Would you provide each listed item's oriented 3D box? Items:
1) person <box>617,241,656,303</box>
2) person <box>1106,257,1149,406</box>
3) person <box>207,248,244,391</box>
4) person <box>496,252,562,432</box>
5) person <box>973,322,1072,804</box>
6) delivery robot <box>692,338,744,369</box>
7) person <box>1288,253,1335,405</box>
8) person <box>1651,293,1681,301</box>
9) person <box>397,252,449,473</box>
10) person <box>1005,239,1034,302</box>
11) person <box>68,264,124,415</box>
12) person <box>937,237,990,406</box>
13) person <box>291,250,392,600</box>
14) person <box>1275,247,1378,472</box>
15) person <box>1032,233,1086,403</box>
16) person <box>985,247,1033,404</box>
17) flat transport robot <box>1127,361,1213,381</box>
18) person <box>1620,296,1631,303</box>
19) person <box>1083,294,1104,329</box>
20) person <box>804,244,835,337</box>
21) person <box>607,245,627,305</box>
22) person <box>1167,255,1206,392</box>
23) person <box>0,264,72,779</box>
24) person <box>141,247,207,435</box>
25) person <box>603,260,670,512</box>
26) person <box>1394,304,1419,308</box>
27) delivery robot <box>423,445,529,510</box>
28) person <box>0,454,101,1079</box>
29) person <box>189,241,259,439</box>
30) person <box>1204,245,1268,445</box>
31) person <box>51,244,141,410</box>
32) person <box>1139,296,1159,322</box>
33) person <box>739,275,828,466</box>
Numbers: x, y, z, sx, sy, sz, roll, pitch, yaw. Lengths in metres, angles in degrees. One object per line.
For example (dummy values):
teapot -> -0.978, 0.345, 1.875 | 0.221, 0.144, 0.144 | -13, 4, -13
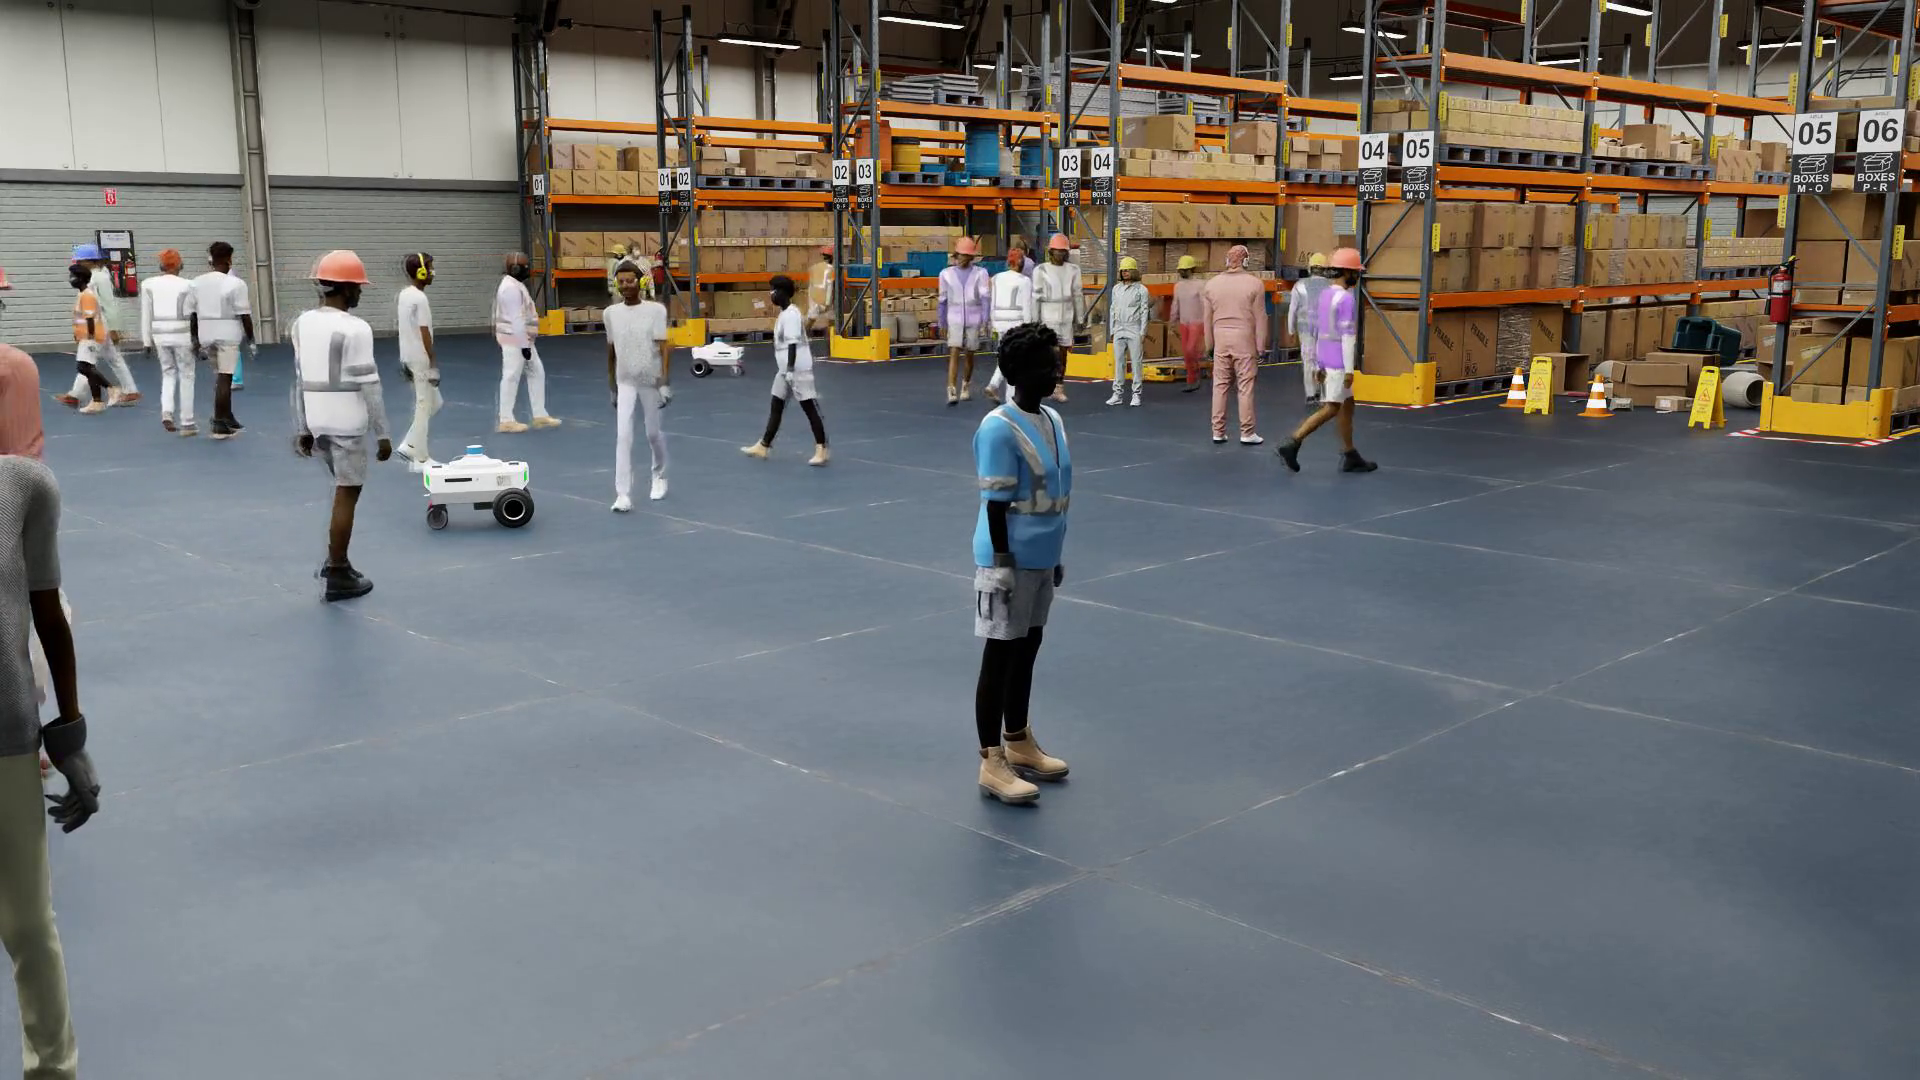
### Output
person -> -5.833, -4.450, 30.117 | 0.653, 1.882, 1.007 | -8, 13, -39
person -> 1.982, -2.464, 19.674 | 0.483, 1.745, 0.301 | 6, 12, 31
person -> -9.547, -2.872, 21.618 | 0.378, 1.844, 0.569 | -10, 14, -43
person -> -4.410, -2.019, 17.031 | 0.759, 1.815, 0.664 | -2, 11, -10
person -> 0.227, 0.069, 5.987 | 0.322, 1.697, 0.532 | 5, 12, 27
delivery robot -> -3.469, -2.660, 23.848 | 0.707, 0.478, 0.477 | 0, 10, 2
person -> 4.236, -2.527, 19.907 | 0.619, 1.780, 0.917 | 1, 10, 7
person -> 14.651, -5.270, 34.600 | 0.934, 1.901, 0.554 | -7, 13, -34
person -> -4.552, -1.505, 14.133 | 0.386, 1.856, 0.558 | -7, 12, -33
person -> 1.018, -4.042, 27.749 | 0.356, 1.938, 0.634 | -10, 14, -43
person -> -9.748, -2.248, 18.645 | 0.412, 1.681, 0.559 | -7, 13, -34
person -> 0.038, -2.626, 19.945 | 0.653, 1.985, 1.000 | 0, 10, -2
person -> -3.426, -0.642, 9.263 | 0.569, 1.914, 0.508 | 6, 12, 31
person -> 3.116, -1.508, 14.040 | 0.899, 1.910, 0.555 | -2, 11, -8
person -> 1.185, -2.656, 19.971 | 0.620, 2.026, 0.473 | -4, 11, -21
person -> 0.563, -2.446, 19.261 | 0.595, 1.861, 0.494 | 10, 14, 42
flat transport robot -> 3.050, -2.392, 23.415 | 0.652, 0.197, 1.431 | 10, 14, 43
person -> 14.268, -5.403, 35.572 | 0.945, 1.802, 0.640 | -1, 10, -5
person -> 2.882, -5.390, 35.971 | 0.505, 1.620, 0.434 | 9, 14, 40
person -> -2.410, -4.060, 28.097 | 0.574, 1.868, 1.072 | 8, 13, 35
person -> -6.802, -5.065, 33.701 | 0.822, 1.796, 0.612 | -7, 12, -33
person -> 2.952, -2.758, 21.275 | 0.480, 1.740, 0.594 | -9, 14, -41
person -> -3.504, -0.065, 5.962 | 0.622, 1.979, 0.464 | 1, 10, 8
person -> -7.859, -1.981, 16.656 | 0.593, 1.875, 0.407 | 0, 10, 0
person -> -2.387, -1.164, 12.398 | 0.519, 1.827, 0.985 | 0, 10, 0
person -> 6.904, -3.484, 25.598 | 0.705, 1.604, 0.494 | -10, 14, -43
delivery robot -> -3.383, -0.418, 11.622 | 0.707, 0.478, 0.477 | -3, 11, -17
person -> -2.071, 0.457, 3.436 | 0.520, 1.865, 0.318 | -8, 13, -37
person -> -7.304, -1.994, 16.580 | 0.658, 1.927, 0.732 | 2, 11, 12
person -> 2.668, -1.883, 16.065 | 0.674, 1.906, 0.405 | 6, 12, 31
person -> -10.102, -2.479, 19.363 | 1.003, 1.889, 0.650 | -10, 15, -44
person -> 3.335, -4.281, 29.992 | 0.861, 1.594, 0.532 | -9, 14, -42
person -> -1.534, -1.478, 14.544 | 0.774, 1.647, 0.596 | -3, 11, -16
